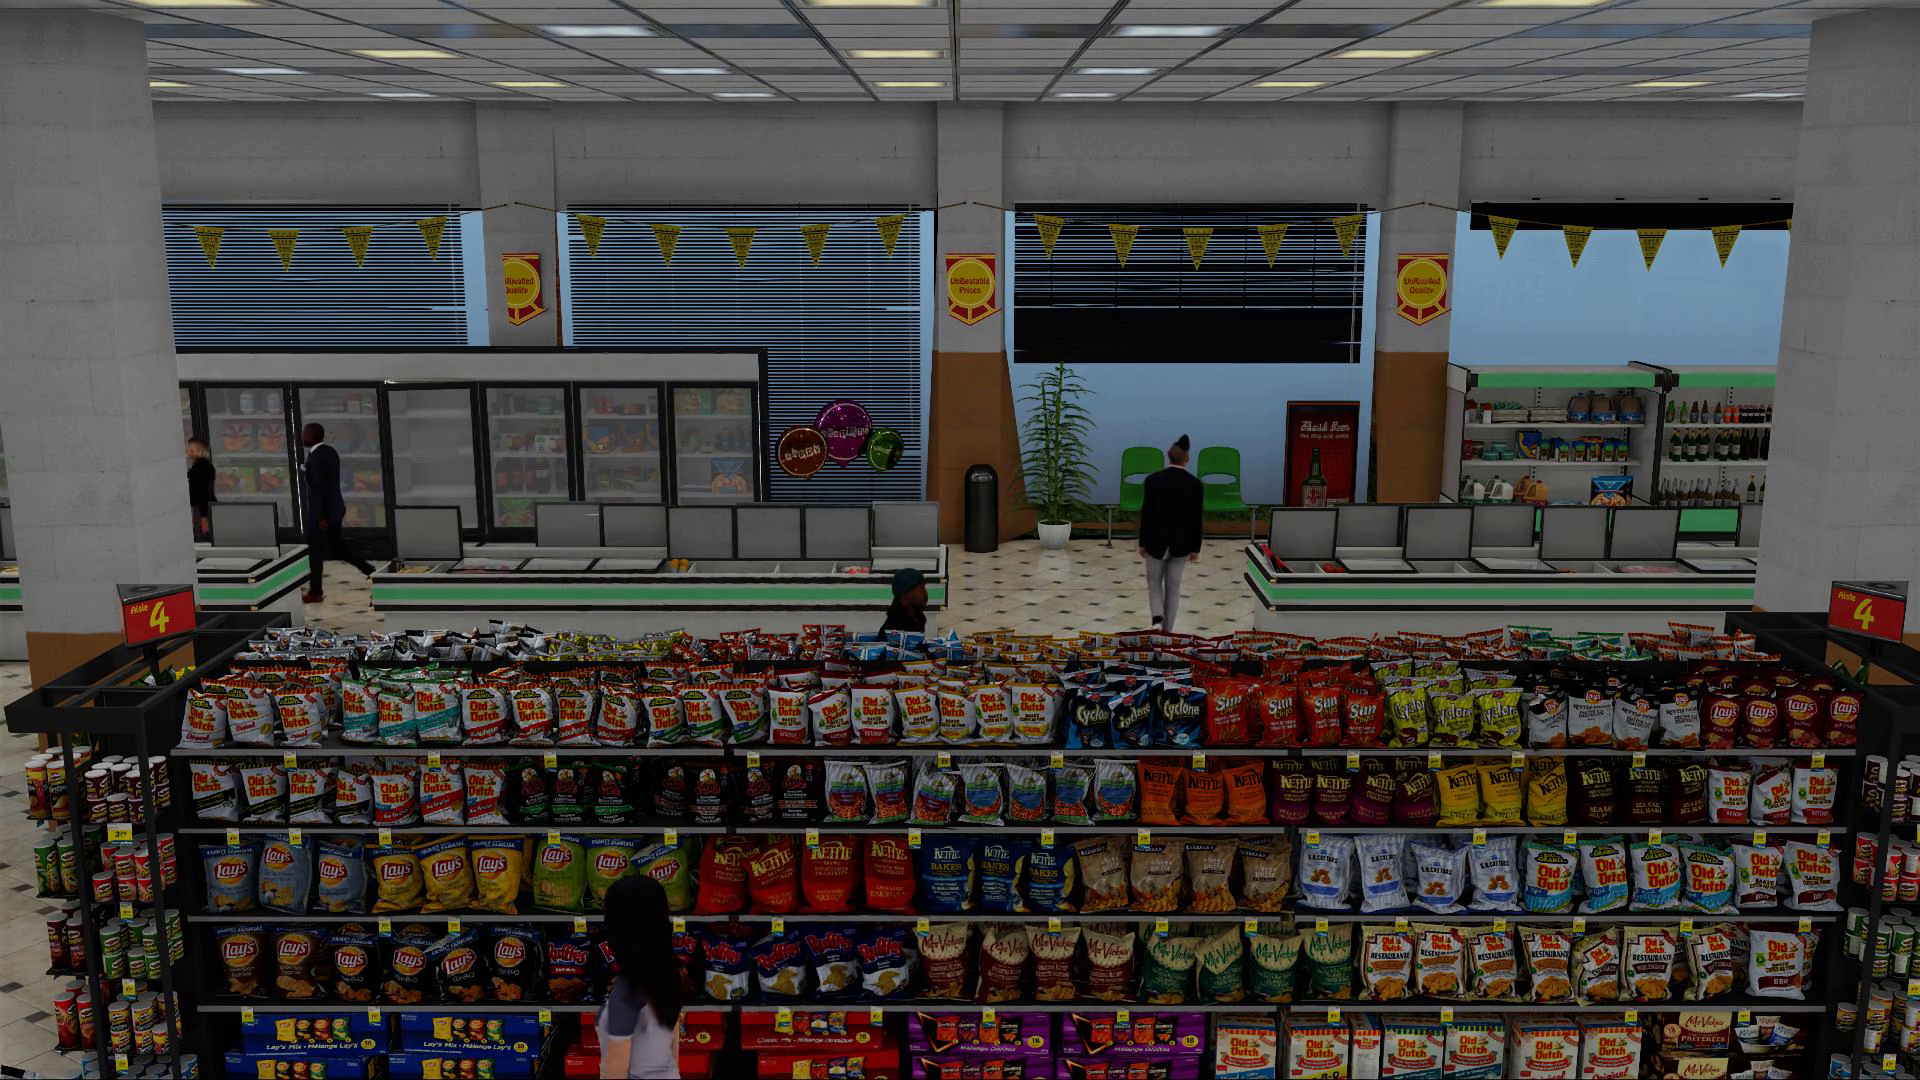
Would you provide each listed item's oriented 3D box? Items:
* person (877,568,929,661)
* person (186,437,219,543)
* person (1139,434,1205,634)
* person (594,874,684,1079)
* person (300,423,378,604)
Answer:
[{"bbox_3d":[-0.428,1.057,10.196,0.763,1.800,0.759,3,12,14],"label":"person"},{"bbox_3d":[-7.360,-0.192,16.463,0.617,1.660,0.639,-1,12,-6],"label":"person"},{"bbox_3d":[1.859,0.037,14.718,0.694,1.931,0.825,1,12,6],"label":"person"},{"bbox_3d":[-1.056,2.025,5.895,1.076,1.677,0.666,1,12,7],"label":"person"},{"bbox_3d":[-6.155,-0.243,16.385,1.085,1.793,0.705,0,12,2],"label":"person"}]
